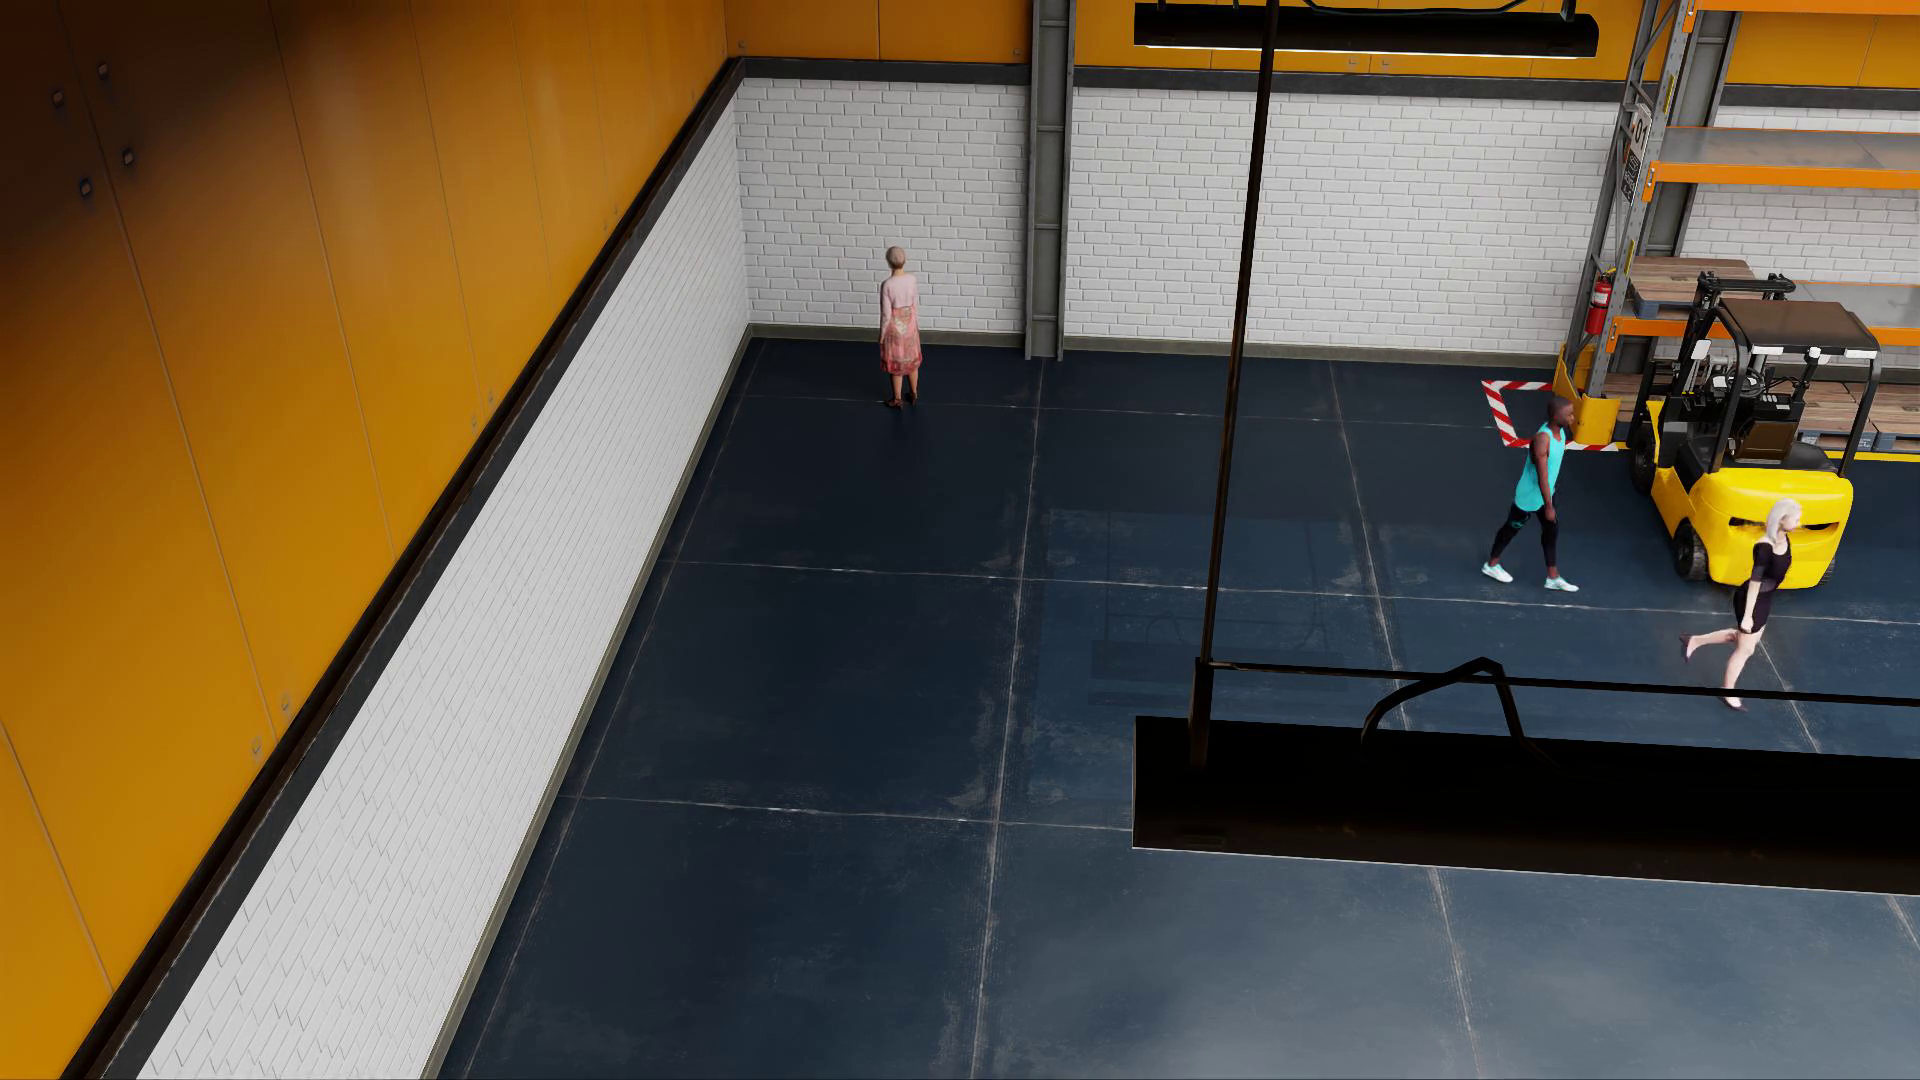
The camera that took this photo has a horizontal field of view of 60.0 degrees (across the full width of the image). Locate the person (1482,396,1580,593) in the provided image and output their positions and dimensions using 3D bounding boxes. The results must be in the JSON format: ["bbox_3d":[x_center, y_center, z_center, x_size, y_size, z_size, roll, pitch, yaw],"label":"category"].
[{"bbox_3d":[4.615,-0.399,13.664,1.106,1.780,0.968,26,42,34],"label":"person"}]

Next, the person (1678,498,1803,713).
[{"bbox_3d":[5.794,0.438,12.375,0.922,1.813,1.017,-29,43,-36],"label":"person"}]

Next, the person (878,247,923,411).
[{"bbox_3d":[-0.582,-2.071,16.254,0.683,1.698,0.757,-20,39,-28],"label":"person"}]
